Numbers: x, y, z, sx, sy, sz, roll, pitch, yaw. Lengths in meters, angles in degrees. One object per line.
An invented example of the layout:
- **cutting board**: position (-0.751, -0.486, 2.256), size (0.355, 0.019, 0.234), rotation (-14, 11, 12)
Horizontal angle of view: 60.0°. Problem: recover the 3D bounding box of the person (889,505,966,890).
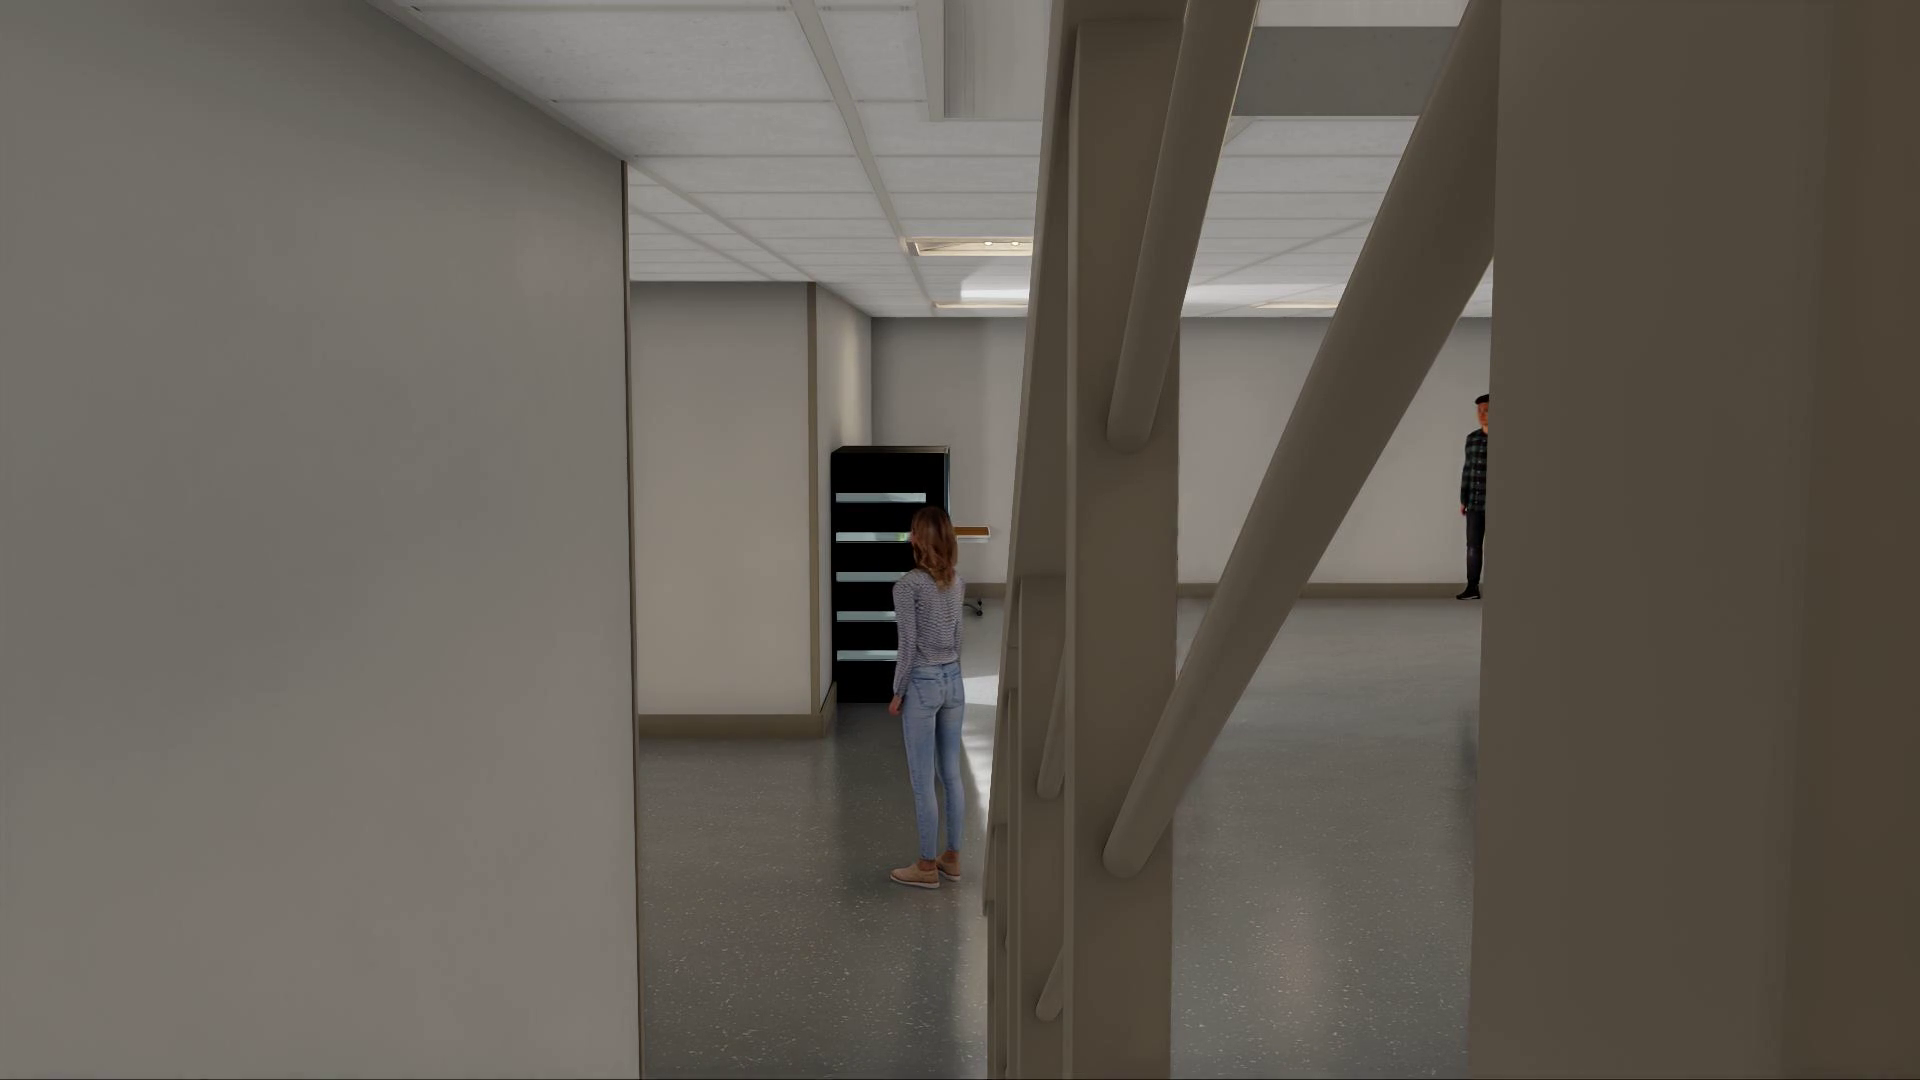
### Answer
- **person**: position (-0.134, 0.726, 7.817), size (0.723, 1.796, 0.657), rotation (5, 8, 43)
